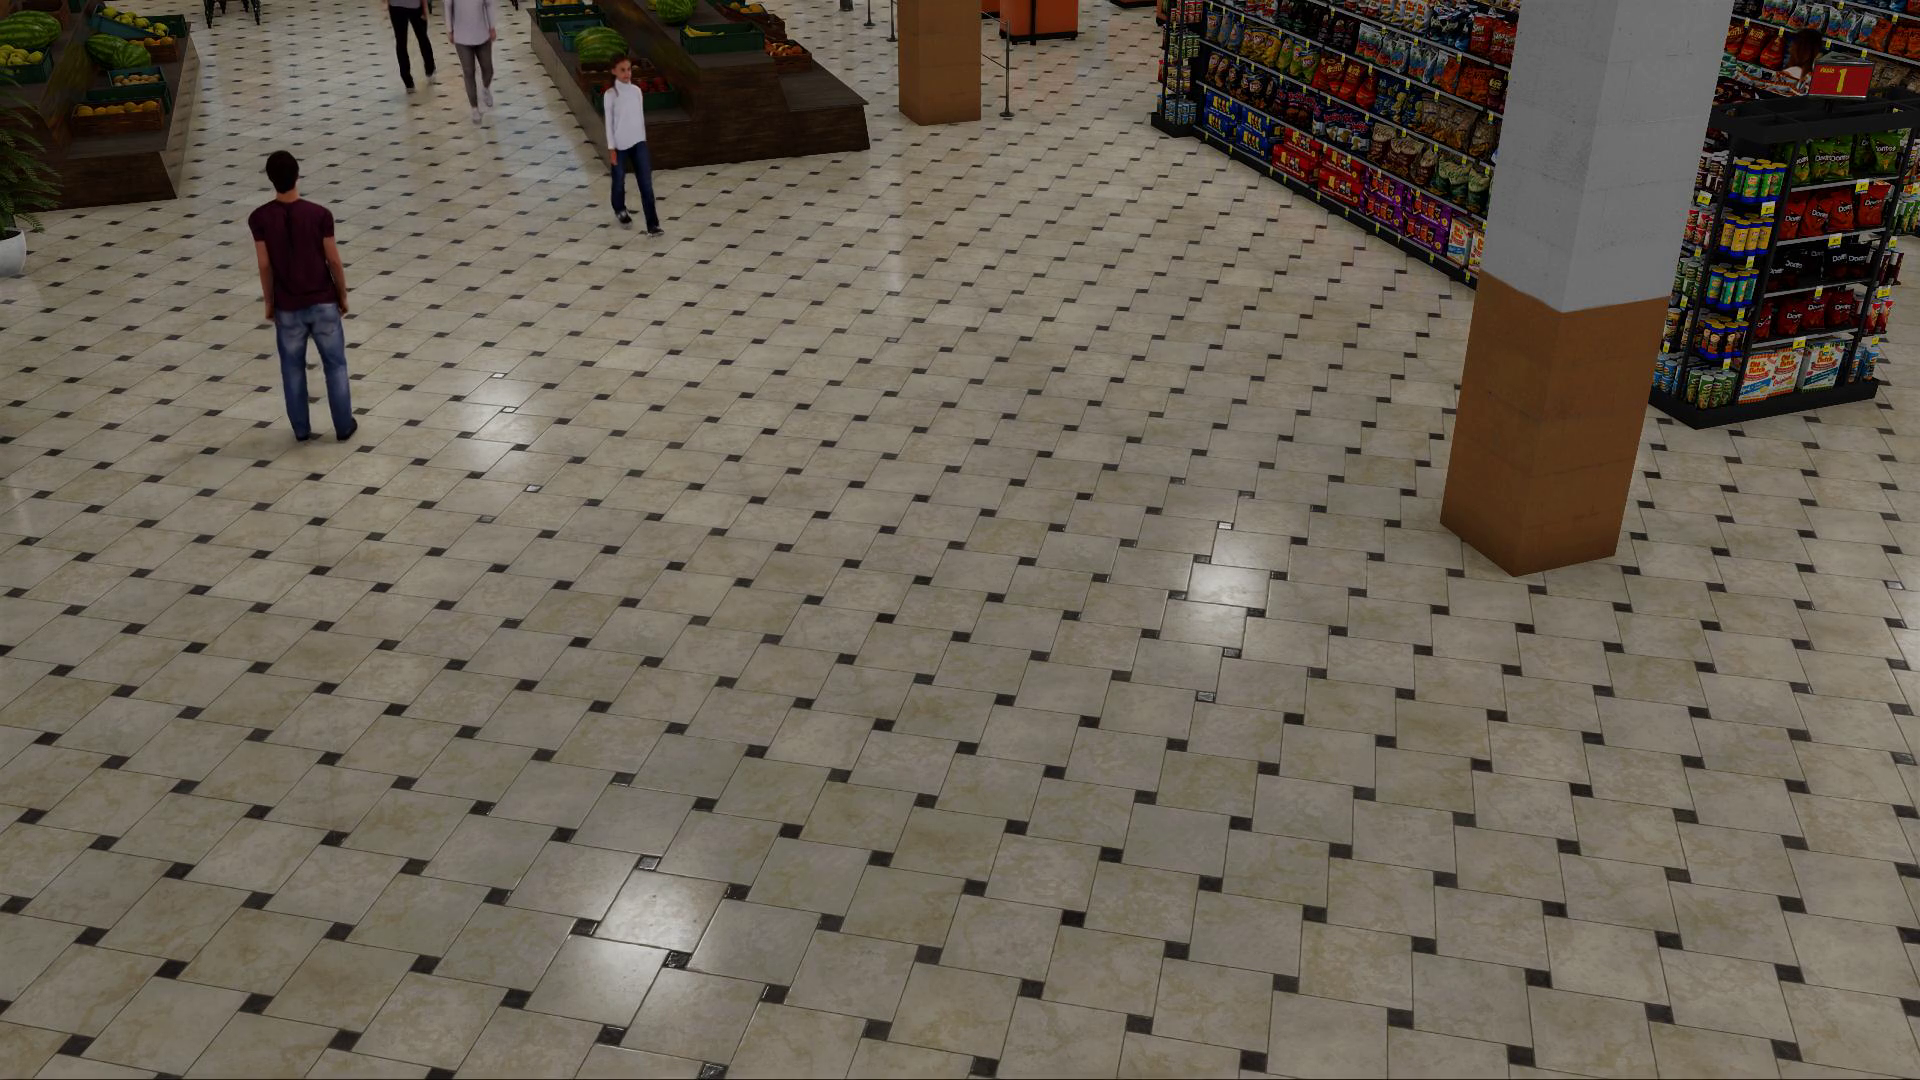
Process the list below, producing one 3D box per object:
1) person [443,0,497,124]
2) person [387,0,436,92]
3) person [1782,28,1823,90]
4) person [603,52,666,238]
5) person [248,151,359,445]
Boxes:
[{"bbox_3d":[-5.152,-5.356,17.500,0.662,1.825,0.846,-9,30,-16],"label":"person"},{"bbox_3d":[-6.209,-5.926,18.579,0.822,1.791,1.224,-4,29,-8],"label":"person"},{"bbox_3d":[6.893,-3.353,13.872,0.627,1.784,0.574,-15,32,-26],"label":"person"},{"bbox_3d":[-2.866,-3.360,14.172,0.694,1.510,1.133,-16,33,-27],"label":"person"},{"bbox_3d":[-4.100,-1.483,10.392,0.667,1.838,0.603,-8,30,-14],"label":"person"}]
